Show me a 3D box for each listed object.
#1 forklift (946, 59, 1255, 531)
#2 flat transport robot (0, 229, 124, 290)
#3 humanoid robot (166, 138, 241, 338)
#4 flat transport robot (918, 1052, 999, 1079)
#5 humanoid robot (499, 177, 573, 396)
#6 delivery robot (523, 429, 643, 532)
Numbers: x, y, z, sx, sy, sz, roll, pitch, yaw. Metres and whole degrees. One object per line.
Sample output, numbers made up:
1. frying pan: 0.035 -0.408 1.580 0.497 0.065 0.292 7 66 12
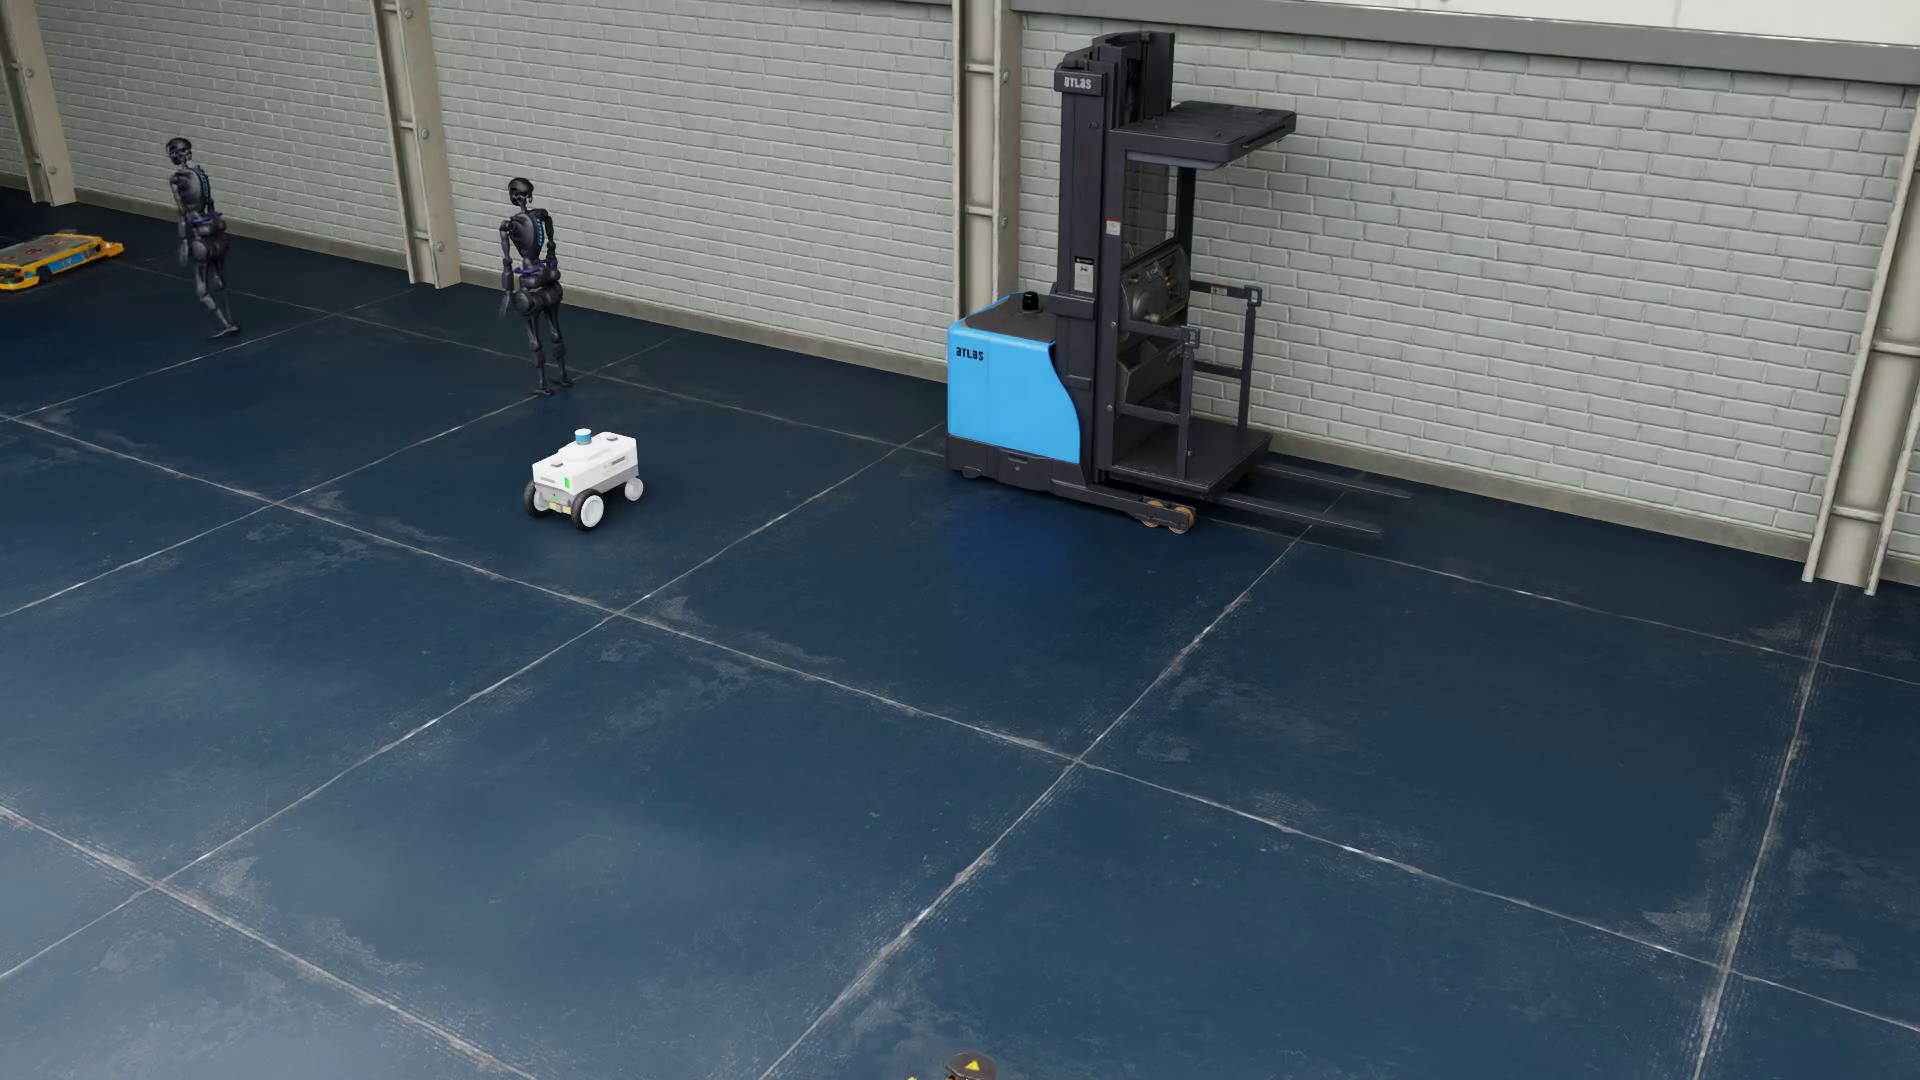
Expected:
1. forklift: 0.933 -1.707 10.833 1.873 2.768 1.129 15 29 28
2. flat transport robot: -8.807 -2.687 15.942 0.659 0.231 1.431 7 26 14
3. humanoid robot: -6.350 -2.546 13.998 0.433 1.636 0.608 2 25 4
4. flat transport robot: -0.259 2.253 5.493 1.431 0.231 0.659 -22 33 -38
5. humanoid robot: -3.255 -1.935 12.688 0.315 1.657 0.599 15 29 28
6. delivery robot: -2.428 -0.440 10.822 0.499 0.566 0.739 15 29 28
